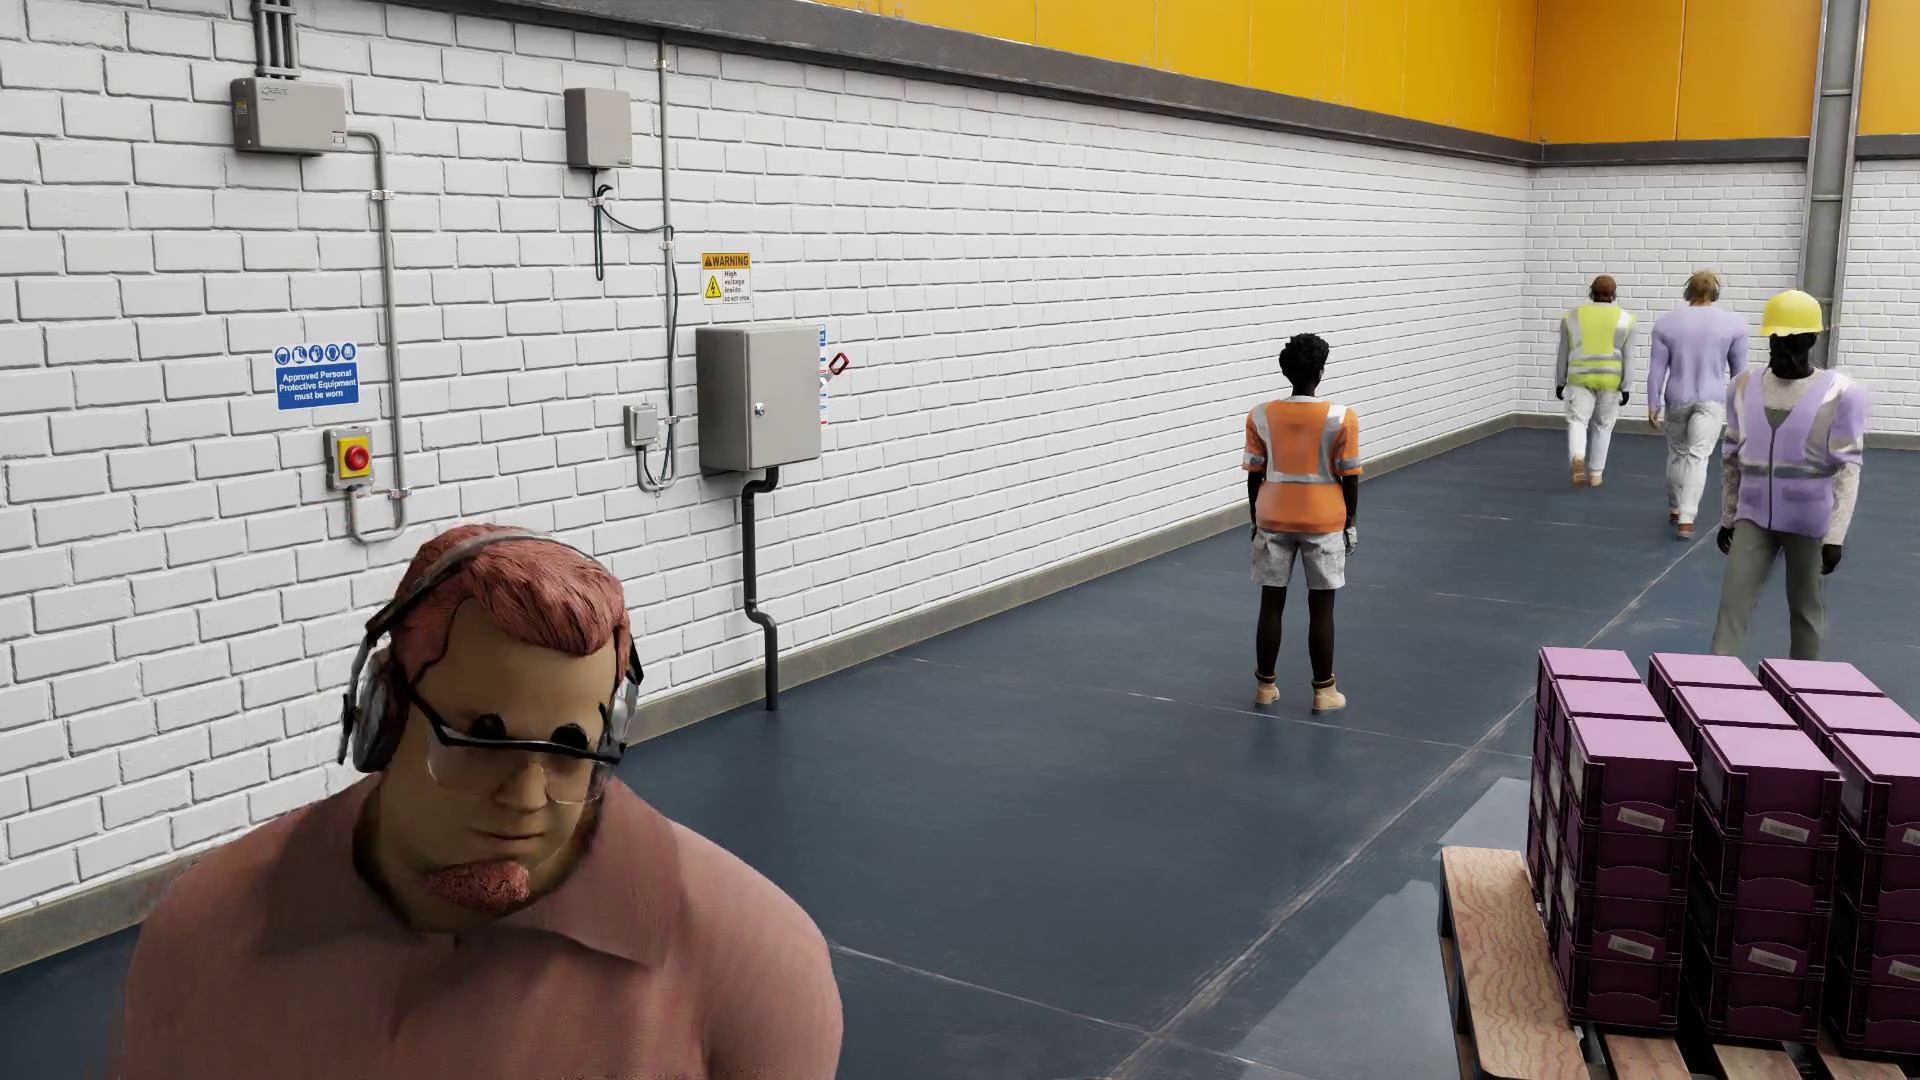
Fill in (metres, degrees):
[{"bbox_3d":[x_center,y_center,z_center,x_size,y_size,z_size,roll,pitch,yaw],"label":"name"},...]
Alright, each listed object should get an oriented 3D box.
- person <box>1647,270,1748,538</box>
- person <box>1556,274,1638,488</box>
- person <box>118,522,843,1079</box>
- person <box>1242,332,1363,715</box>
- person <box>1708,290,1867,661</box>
[{"bbox_3d":[5.275,-0.977,11.934,0.640,1.889,1.014,6,12,31],"label":"person"},{"bbox_3d":[5.364,-1.330,14.061,0.632,1.821,0.795,4,11,22],"label":"person"},{"bbox_3d":[-0.477,0.918,1.492,0.728,1.874,0.492,2,10,9],"label":"person"},{"bbox_3d":[1.515,-0.067,7.386,0.535,1.699,0.318,5,11,26],"label":"person"},{"bbox_3d":[3.398,-0.085,6.960,0.945,1.880,0.617,-8,13,-39],"label":"person"}]
